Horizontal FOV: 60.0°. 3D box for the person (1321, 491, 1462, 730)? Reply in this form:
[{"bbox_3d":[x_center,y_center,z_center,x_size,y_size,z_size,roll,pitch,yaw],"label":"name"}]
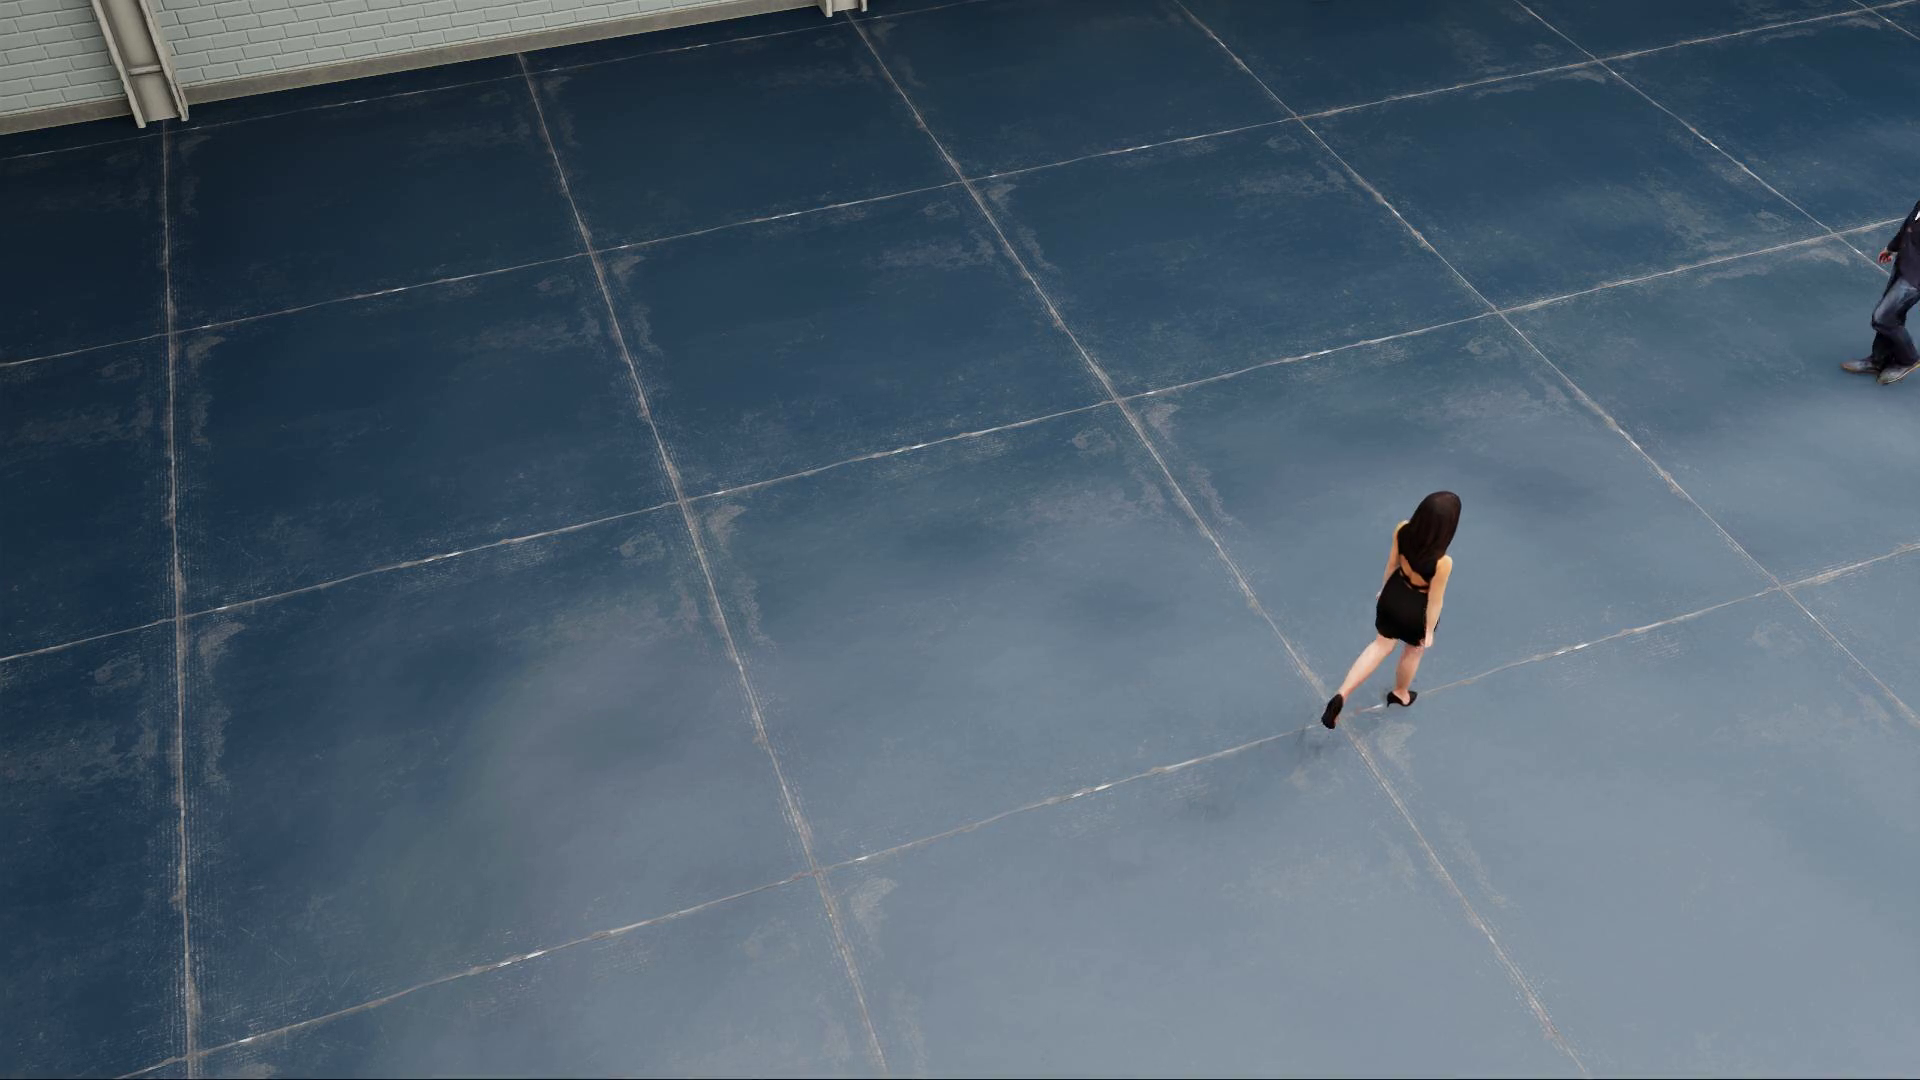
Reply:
[{"bbox_3d":[2.244,0.402,8.592,1.007,1.627,0.726,-25,48,-24],"label":"person"}]

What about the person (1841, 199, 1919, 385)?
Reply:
[{"bbox_3d":[6.335,-1.797,10.819,0.854,1.801,0.819,7,43,7],"label":"person"}]
